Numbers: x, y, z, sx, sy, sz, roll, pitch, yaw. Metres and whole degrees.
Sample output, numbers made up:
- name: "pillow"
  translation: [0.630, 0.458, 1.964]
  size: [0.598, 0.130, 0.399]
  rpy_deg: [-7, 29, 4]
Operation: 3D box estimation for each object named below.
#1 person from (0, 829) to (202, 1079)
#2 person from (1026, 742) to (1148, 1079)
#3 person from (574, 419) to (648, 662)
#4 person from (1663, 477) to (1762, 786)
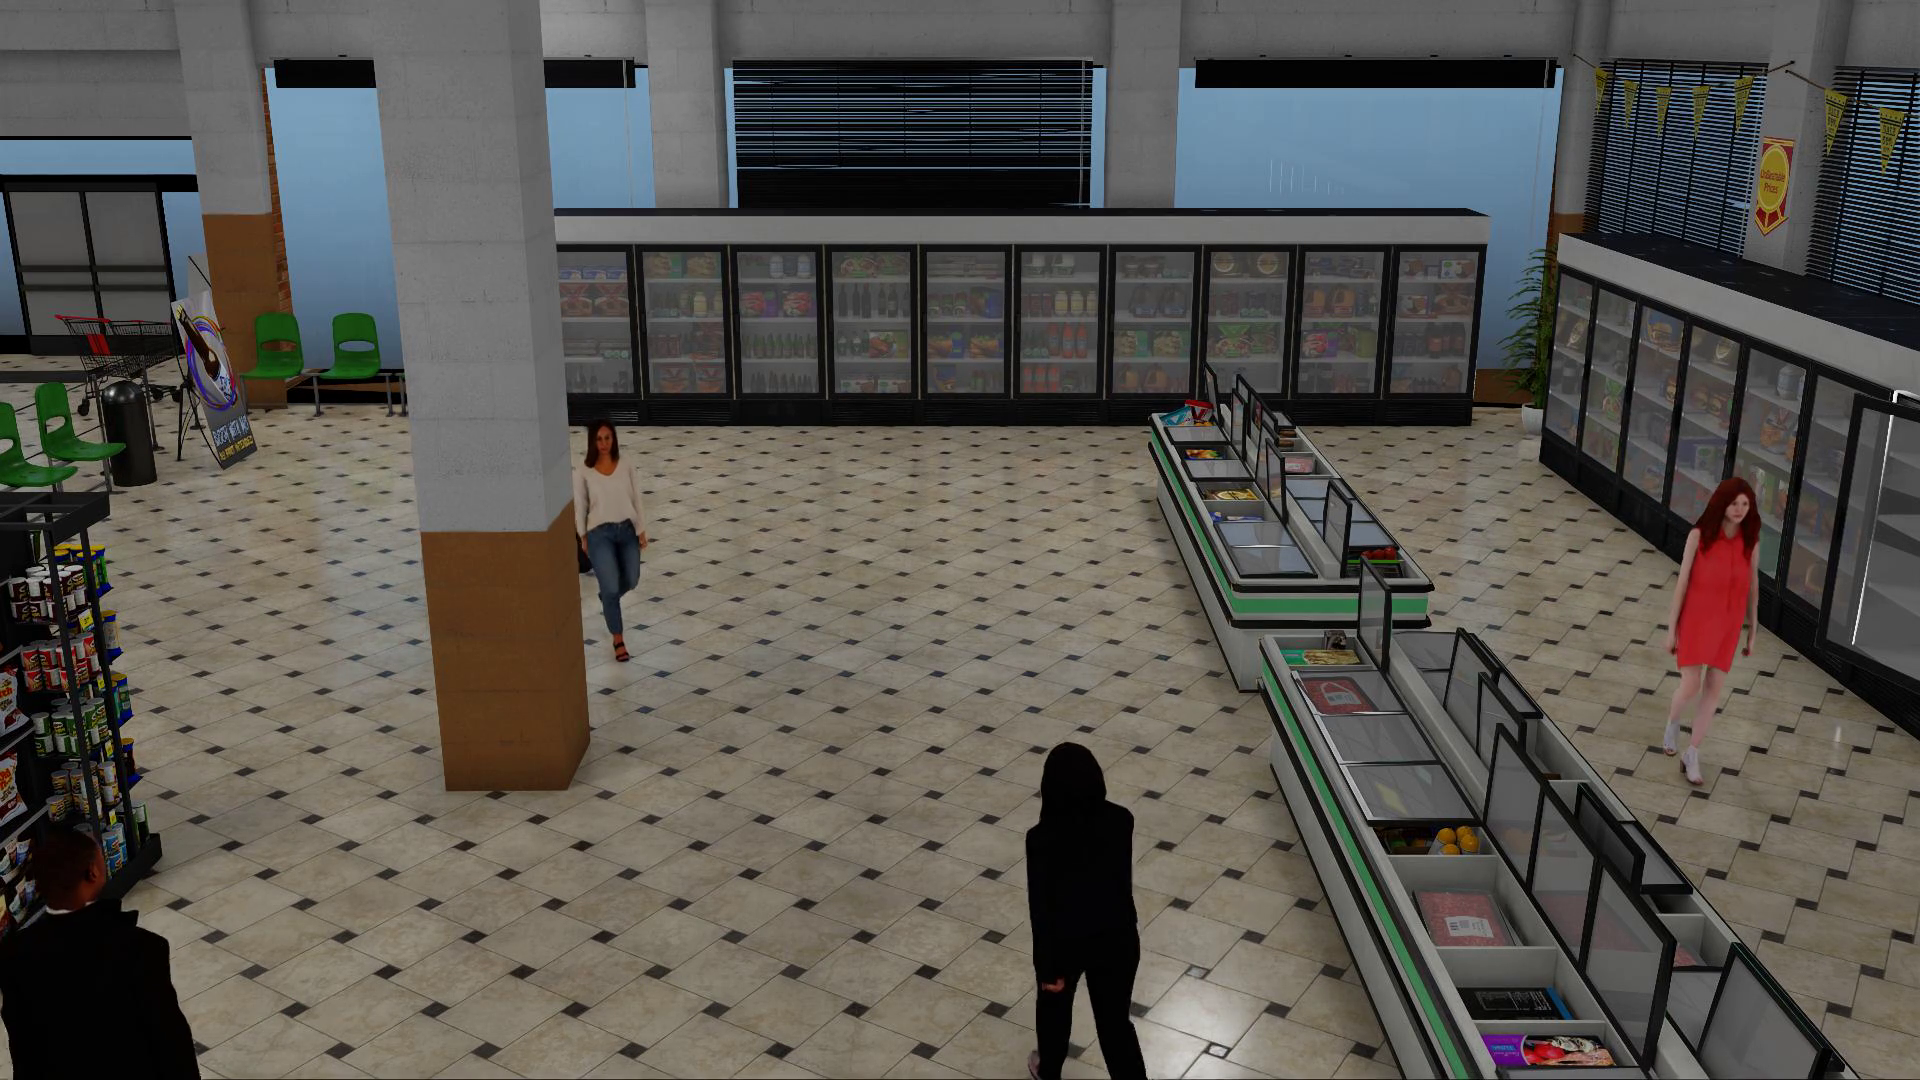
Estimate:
- name: "person"
  translation: [-2.625, 1.807, 5.098]
  size: [0.758, 1.885, 1.152]
  rpy_deg: [1, 17, 4]
- name: "person"
  translation: [0.517, 1.586, 6.353]
  size: [0.869, 1.579, 1.172]
  rpy_deg: [-6, 18, -19]
- name: "person"
  translation: [-2.426, -0.037, 11.554]
  size: [0.872, 1.663, 1.054]
  rpy_deg: [-8, 19, -24]
- name: "person"
  translation: [4.254, 0.501, 9.524]
  size: [0.626, 1.812, 0.695]
  rpy_deg: [1, 17, 3]
